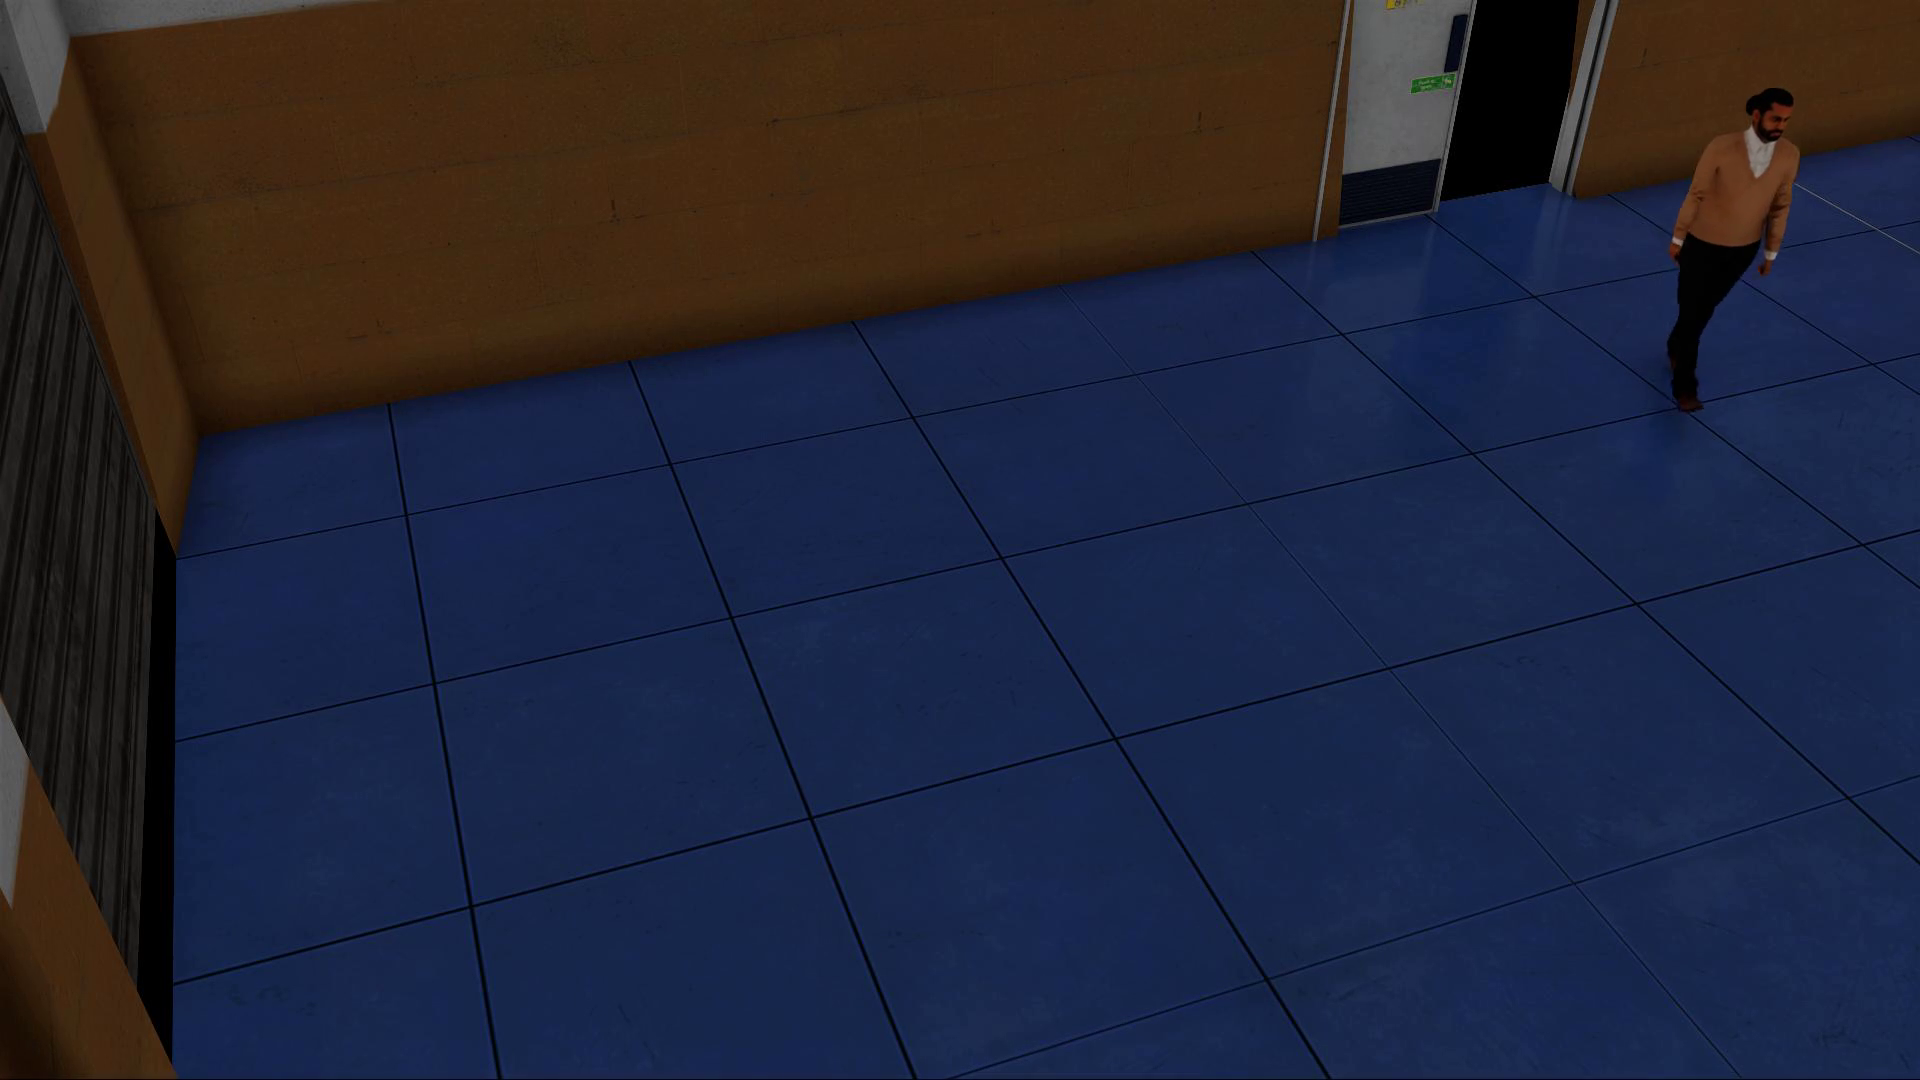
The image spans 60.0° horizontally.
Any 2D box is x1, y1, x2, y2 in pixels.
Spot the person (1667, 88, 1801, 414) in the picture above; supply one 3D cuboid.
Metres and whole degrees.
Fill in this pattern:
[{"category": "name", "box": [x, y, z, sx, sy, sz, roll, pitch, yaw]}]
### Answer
[{"category": "person", "box": [4.023, -1.587, 8.838, 0.943, 1.711, 1.218, 2, 37, 3]}]
